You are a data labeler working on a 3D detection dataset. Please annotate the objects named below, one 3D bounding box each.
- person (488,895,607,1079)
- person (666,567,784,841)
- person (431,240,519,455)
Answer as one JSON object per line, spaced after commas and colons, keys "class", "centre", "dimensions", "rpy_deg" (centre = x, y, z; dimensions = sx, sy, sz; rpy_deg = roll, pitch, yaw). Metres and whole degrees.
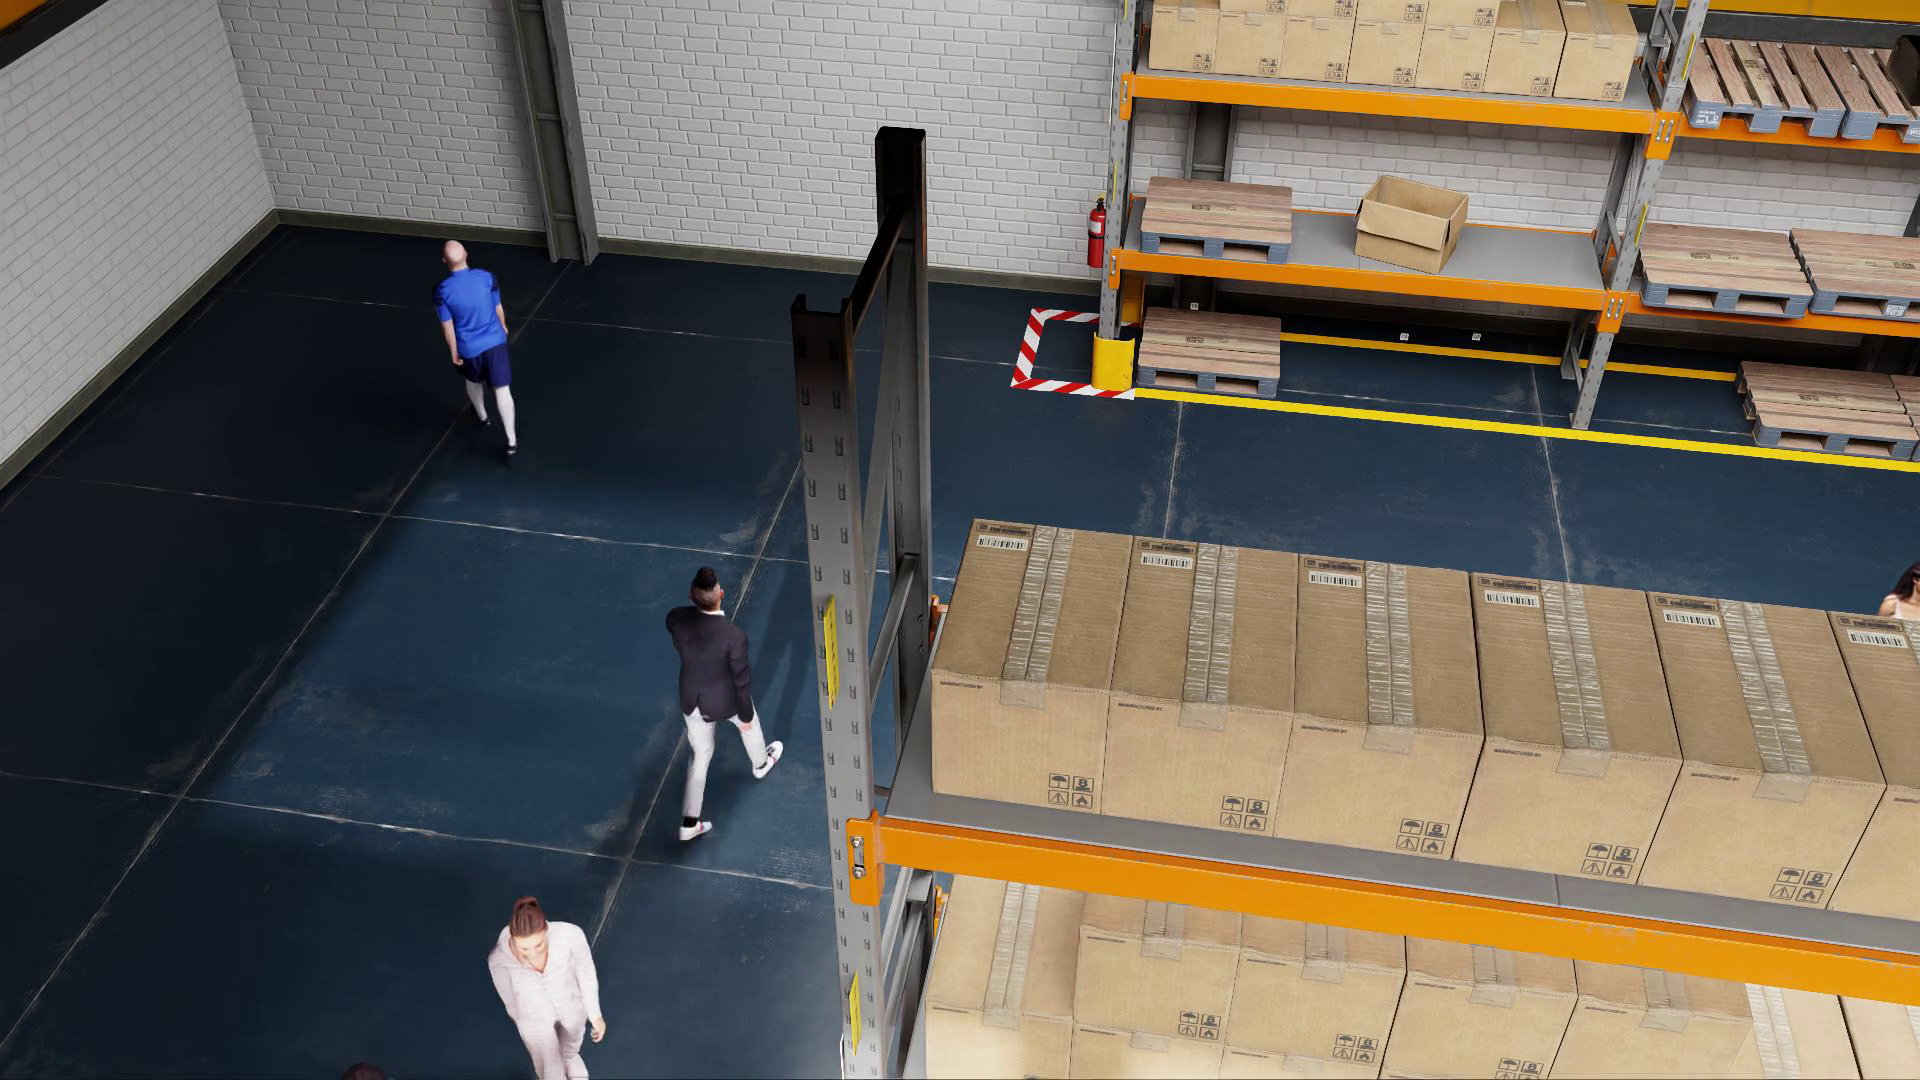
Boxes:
{"class": "person", "centre": [-2.100, 2.315, 8.509], "dimensions": [1.043, 1.647, 1.050], "rpy_deg": [-18, 42, -22]}
{"class": "person", "centre": [-1.539, 0.984, 9.962], "dimensions": [1.213, 1.914, 0.869], "rpy_deg": [12, 40, 14]}
{"class": "person", "centre": [-3.772, -1.501, 13.159], "dimensions": [1.214, 1.806, 1.142], "rpy_deg": [-14, 41, -17]}
